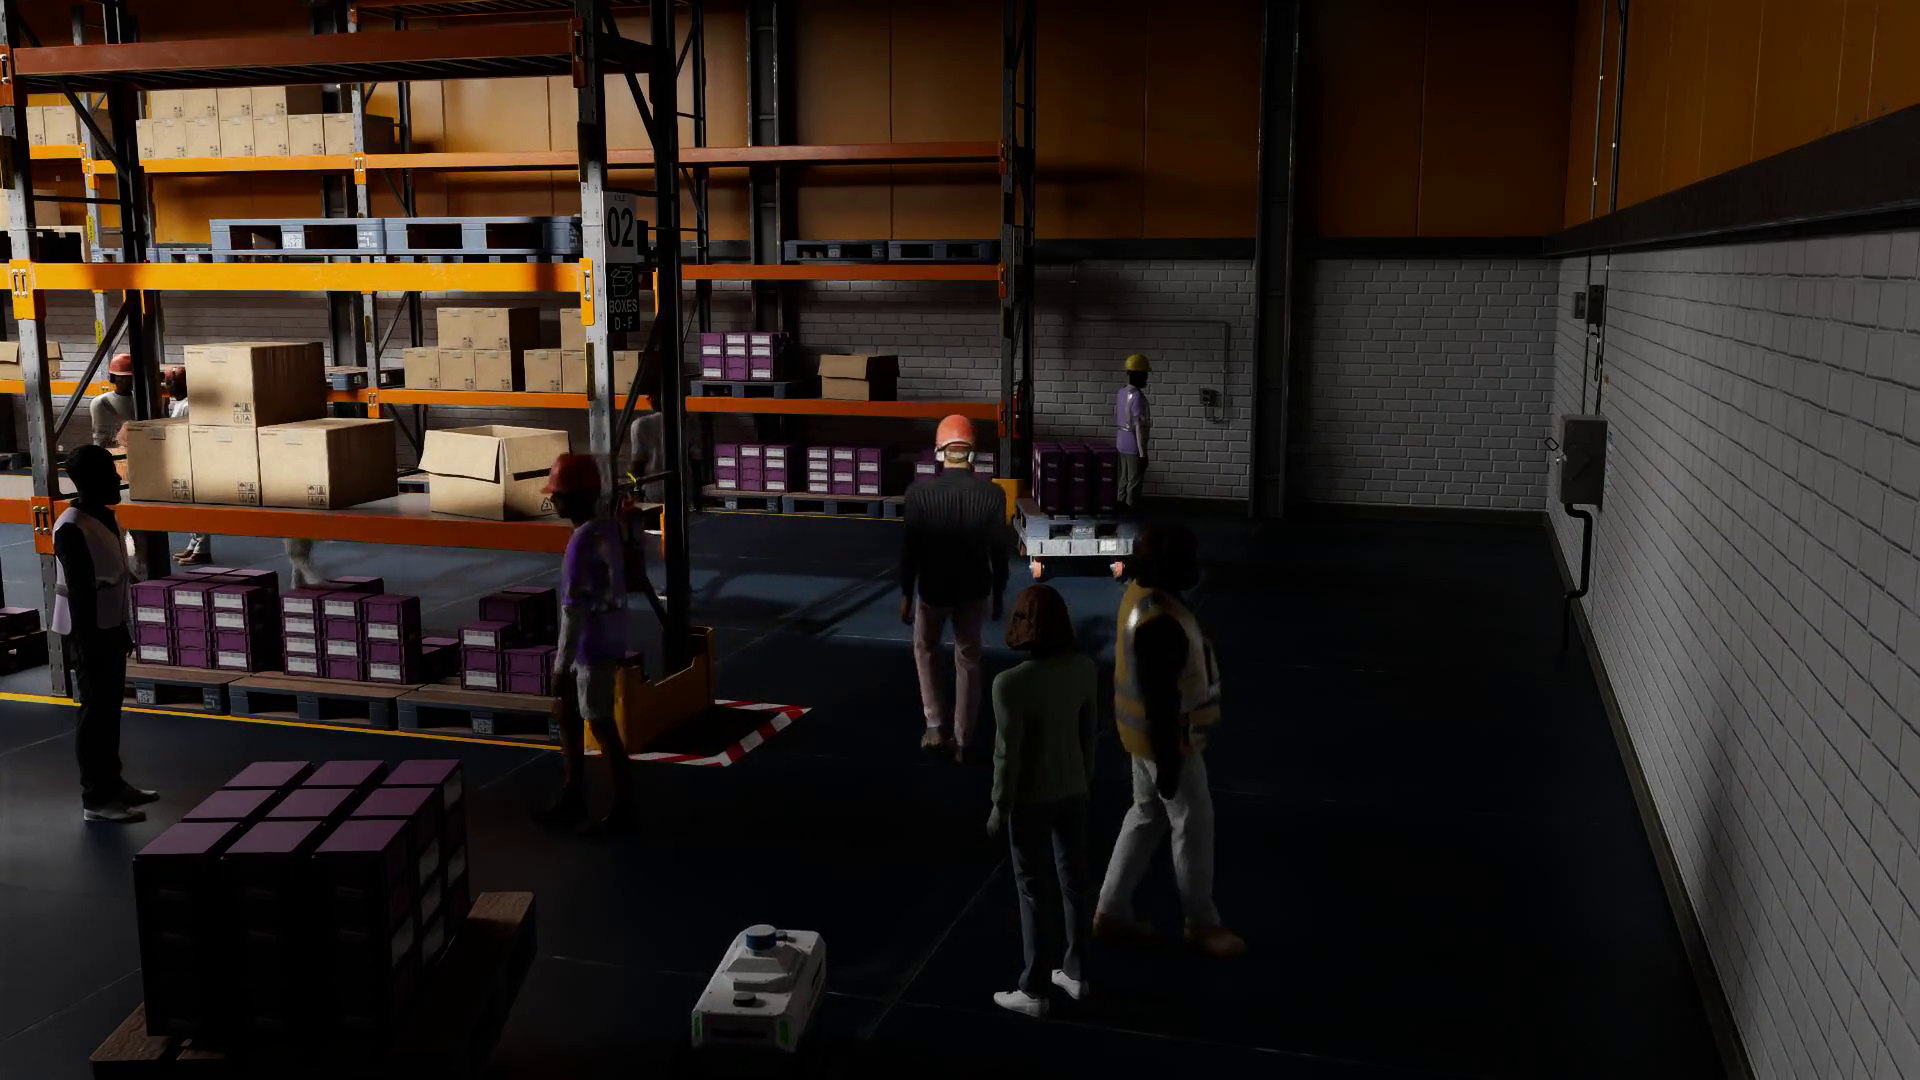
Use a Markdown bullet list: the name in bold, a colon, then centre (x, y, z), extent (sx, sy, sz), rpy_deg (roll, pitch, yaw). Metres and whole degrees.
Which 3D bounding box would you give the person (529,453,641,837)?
- **person**: centre (-1.913, 0.528, 8.149), extent (0.734, 1.909, 0.564), rpy_deg (0, 9, -2)

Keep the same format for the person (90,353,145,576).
- **person**: centre (-7.489, -0.664, 15.020), extent (0.387, 2.039, 0.614), rpy_deg (4, 10, 25)

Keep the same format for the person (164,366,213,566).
- **person**: centre (-7.305, -0.703, 15.735), extent (0.354, 1.886, 0.572), rpy_deg (-6, 11, -30)

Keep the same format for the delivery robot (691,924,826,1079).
- **delivery robot**: centre (-0.677, 1.561, 5.694), extent (0.477, 0.478, 0.707), rpy_deg (1, 9, 5)

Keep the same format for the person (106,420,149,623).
- **person**: centre (-6.540, -0.135, 13.116), extent (0.607, 1.617, 0.340), rpy_deg (-4, 10, -22)

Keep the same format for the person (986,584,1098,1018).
- **person**: centre (0.311, 0.976, 6.263), extent (0.501, 1.633, 0.285), rpy_deg (-7, 12, -38)

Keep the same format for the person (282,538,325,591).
- **person**: centre (-5.242, -0.164, 13.290), extent (0.785, 1.610, 0.519), rpy_deg (5, 11, 28)

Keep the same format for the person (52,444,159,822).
- **person**: centre (-4.393, 0.470, 8.483), extent (0.389, 1.919, 0.592), rpy_deg (-2, 10, -13)

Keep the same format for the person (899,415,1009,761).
- **person**: centre (-0.041, 0.270, 9.518), extent (0.657, 1.976, 0.511), rpy_deg (-2, 10, -11)

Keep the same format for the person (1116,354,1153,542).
- **person**: centre (1.792, -0.942, 17.055), extent (0.359, 1.930, 0.587), rpy_deg (-2, 10, -15)

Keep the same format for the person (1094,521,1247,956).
- **person**: centre (0.834, 0.806, 6.792), extent (0.652, 1.808, 0.690), rpy_deg (0, 9, -2)

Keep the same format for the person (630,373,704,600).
- **person**: centre (-2.379, -0.402, 13.750), extent (0.629, 1.941, 0.706), rpy_deg (-8, 12, -40)

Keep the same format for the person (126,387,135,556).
- **person**: centre (-8.080, -0.757, 16.267), extent (0.431, 1.832, 0.642), rpy_deg (-9, 13, -43)
